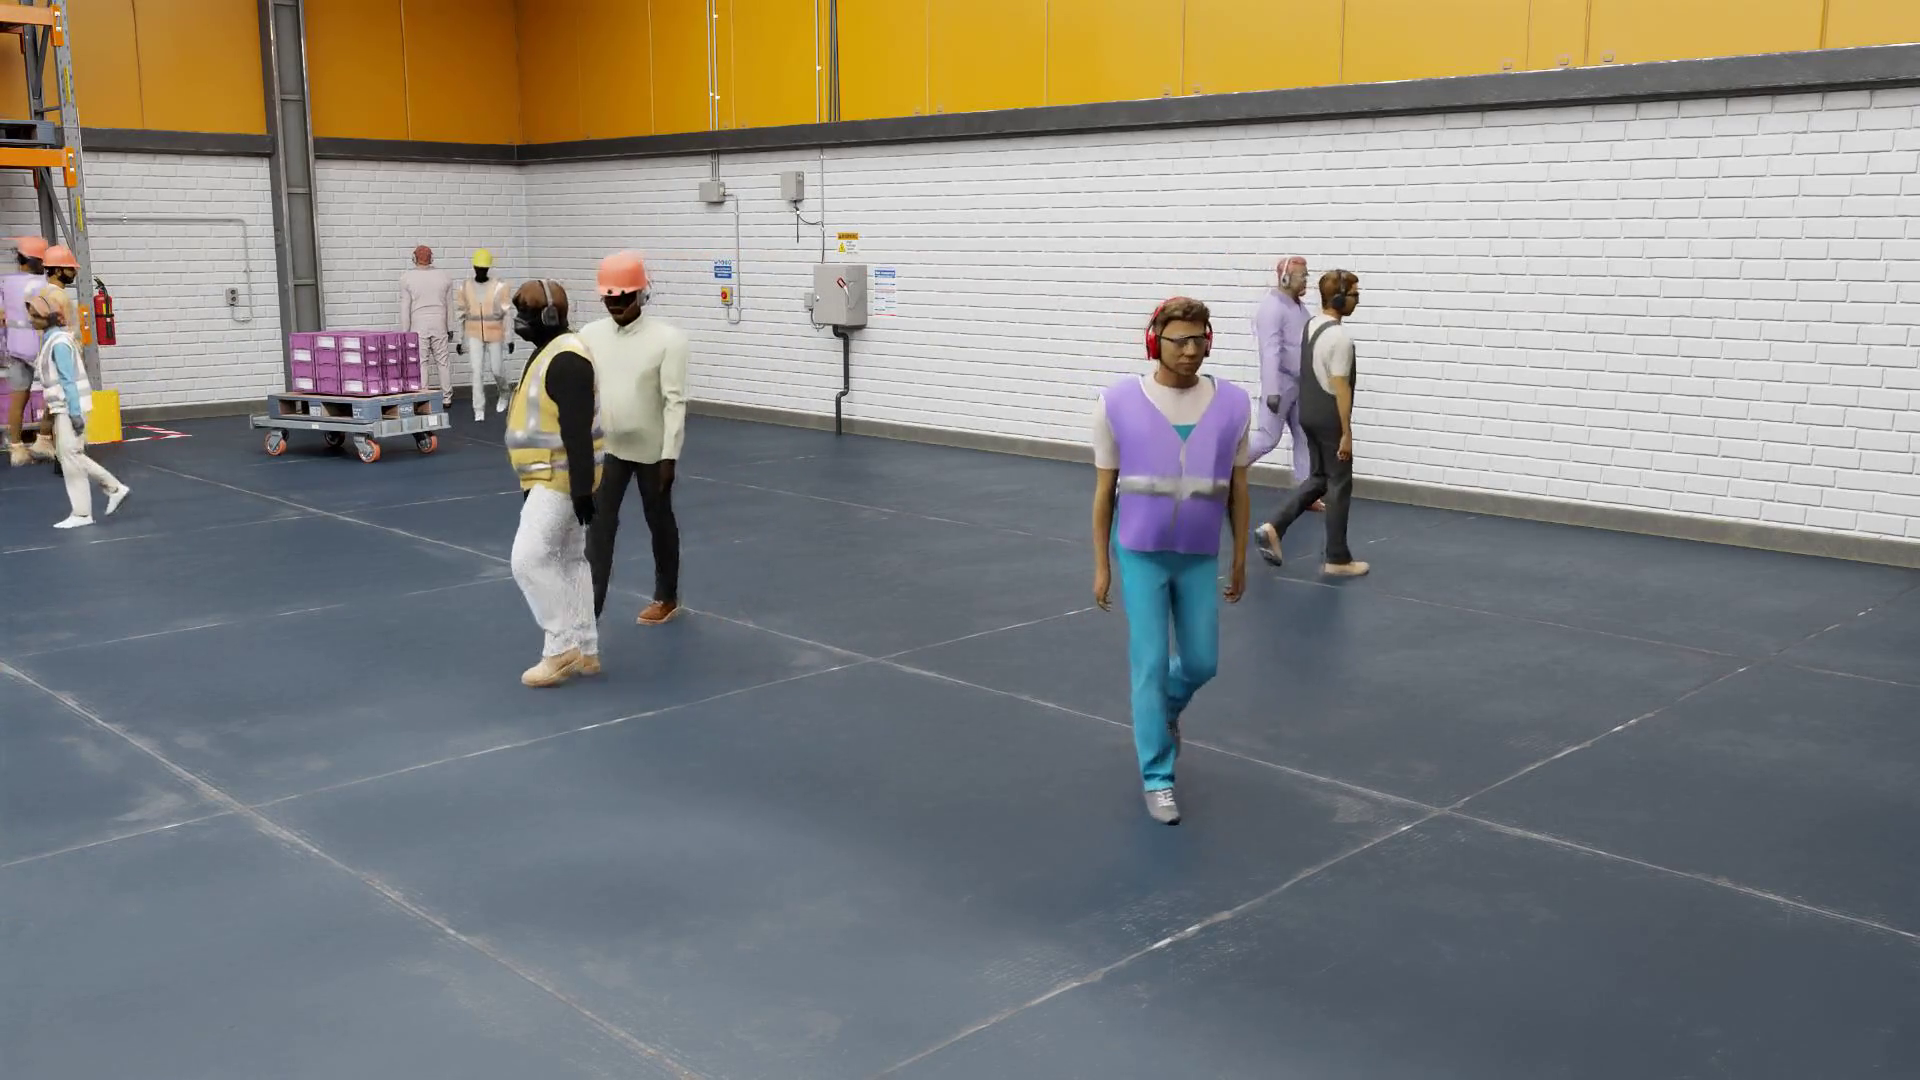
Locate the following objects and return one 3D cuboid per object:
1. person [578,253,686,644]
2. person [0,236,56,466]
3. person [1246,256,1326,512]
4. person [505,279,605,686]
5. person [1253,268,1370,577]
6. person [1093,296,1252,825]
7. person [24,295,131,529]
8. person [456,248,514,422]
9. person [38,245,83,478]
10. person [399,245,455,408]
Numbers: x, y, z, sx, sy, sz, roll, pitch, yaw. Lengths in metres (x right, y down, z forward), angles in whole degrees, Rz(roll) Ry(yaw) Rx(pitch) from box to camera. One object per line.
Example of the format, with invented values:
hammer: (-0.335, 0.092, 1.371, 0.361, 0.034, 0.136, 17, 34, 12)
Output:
person: (-1.664, -0.451, 8.288, 0.628, 1.926, 1.058, 3, 11, 14)
person: (-8.179, -1.660, 14.663, 0.761, 2.009, 0.627, 5, 11, 25)
person: (2.344, -1.147, 12.258, 0.866, 1.883, 0.645, 8, 13, 38)
person: (-1.882, -0.253, 7.509, 0.543, 1.825, 0.662, -4, 11, -22)
person: (2.122, -0.673, 9.776, 0.633, 1.832, 0.533, -3, 11, -17)
person: (0.732, 0.043, 5.920, 0.570, 1.823, 0.649, -2, 11, -10)
person: (-6.122, -0.889, 11.532, 0.517, 1.612, 0.533, -7, 12, -32)
person: (-5.244, -2.277, 18.405, 0.629, 1.890, 0.818, -1, 10, -7)
person: (-7.496, -1.493, 13.966, 0.363, 1.935, 0.553, -8, 13, -39)
person: (-6.206, -2.467, 19.362, 0.638, 1.910, 0.407, -8, 13, -36)
